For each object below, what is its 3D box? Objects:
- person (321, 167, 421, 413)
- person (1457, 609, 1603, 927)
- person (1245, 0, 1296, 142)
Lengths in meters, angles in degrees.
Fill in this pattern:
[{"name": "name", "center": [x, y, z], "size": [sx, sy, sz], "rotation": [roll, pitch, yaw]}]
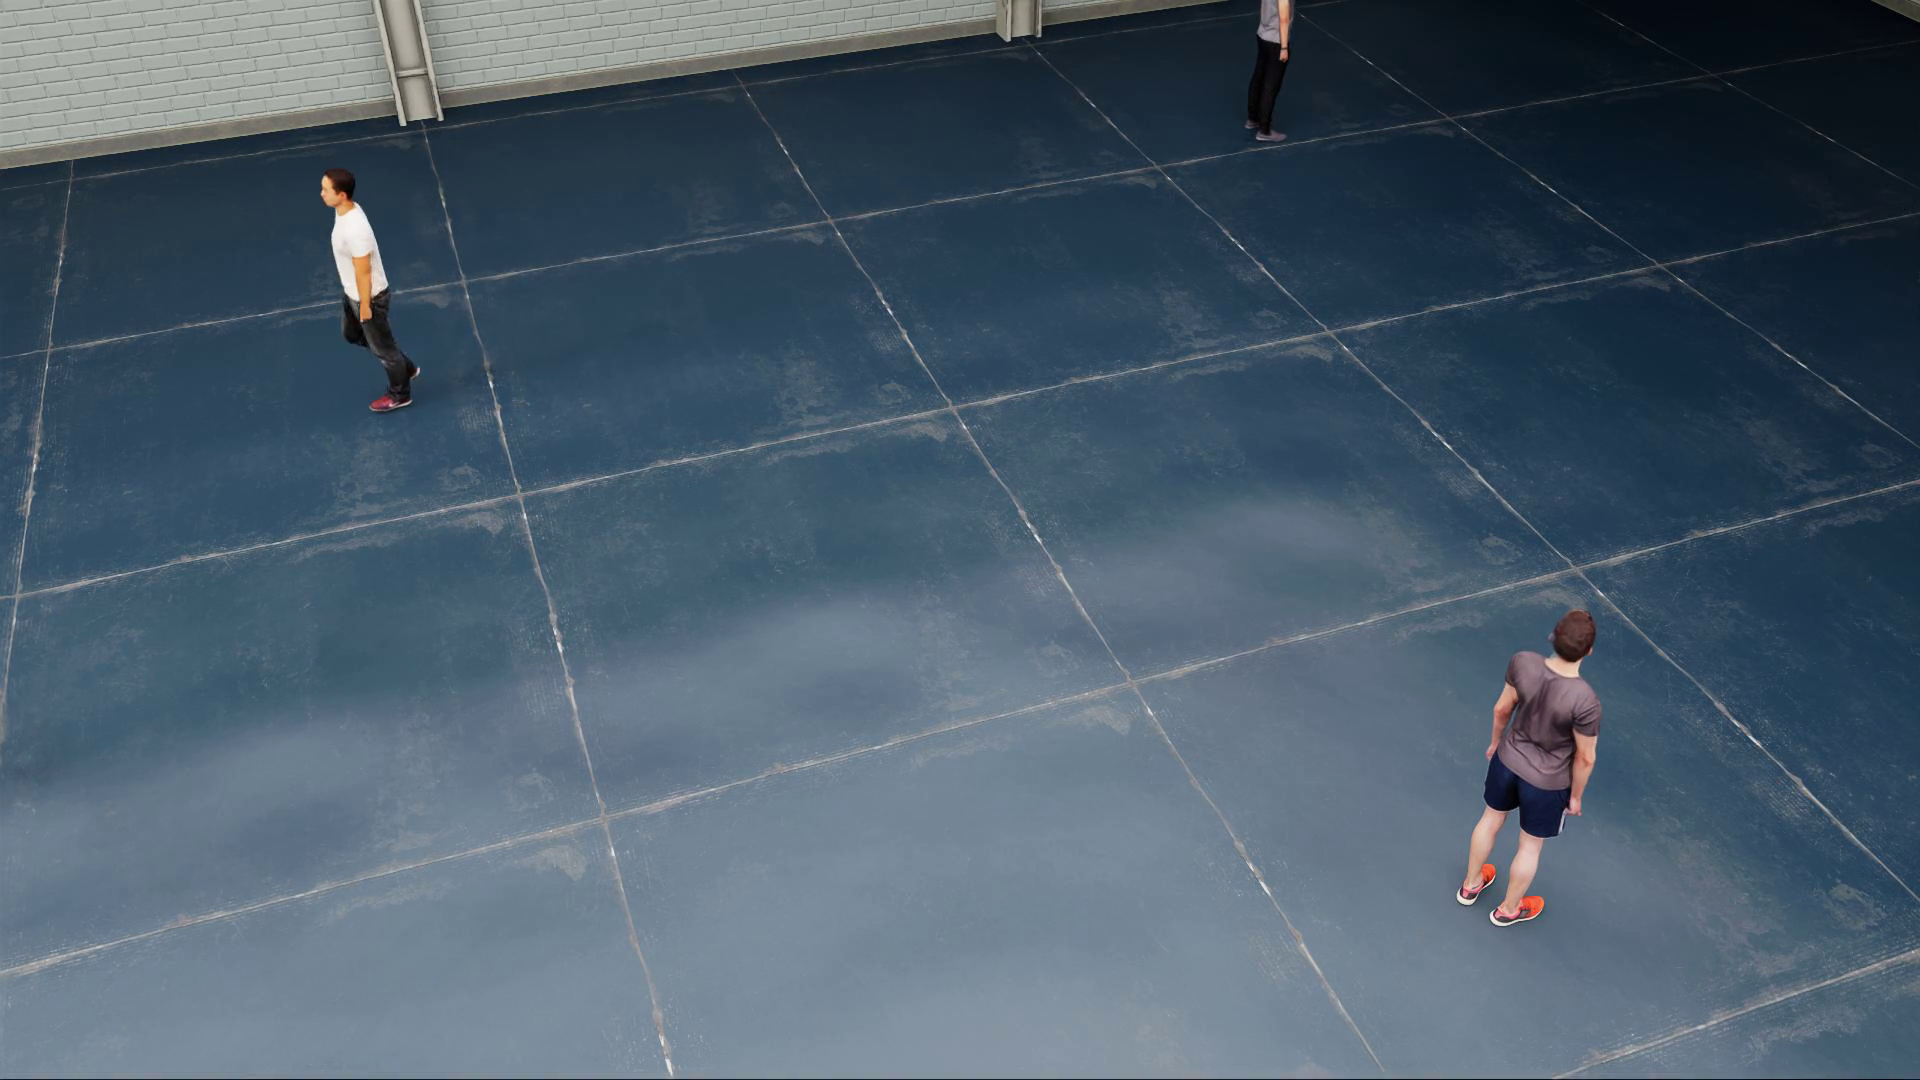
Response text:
[{"name": "person", "center": [-3.900, -1.689, 11.160], "size": [0.711, 1.800, 0.714], "rotation": [-18, 42, -22]}, {"name": "person", "center": [2.617, 1.048, 7.615], "size": [0.660, 1.856, 0.717], "rotation": [-27, 45, -30]}, {"name": "person", "center": [2.771, -4.438, 14.711], "size": [0.566, 1.754, 0.646], "rotation": [-8, 39, -10]}]
